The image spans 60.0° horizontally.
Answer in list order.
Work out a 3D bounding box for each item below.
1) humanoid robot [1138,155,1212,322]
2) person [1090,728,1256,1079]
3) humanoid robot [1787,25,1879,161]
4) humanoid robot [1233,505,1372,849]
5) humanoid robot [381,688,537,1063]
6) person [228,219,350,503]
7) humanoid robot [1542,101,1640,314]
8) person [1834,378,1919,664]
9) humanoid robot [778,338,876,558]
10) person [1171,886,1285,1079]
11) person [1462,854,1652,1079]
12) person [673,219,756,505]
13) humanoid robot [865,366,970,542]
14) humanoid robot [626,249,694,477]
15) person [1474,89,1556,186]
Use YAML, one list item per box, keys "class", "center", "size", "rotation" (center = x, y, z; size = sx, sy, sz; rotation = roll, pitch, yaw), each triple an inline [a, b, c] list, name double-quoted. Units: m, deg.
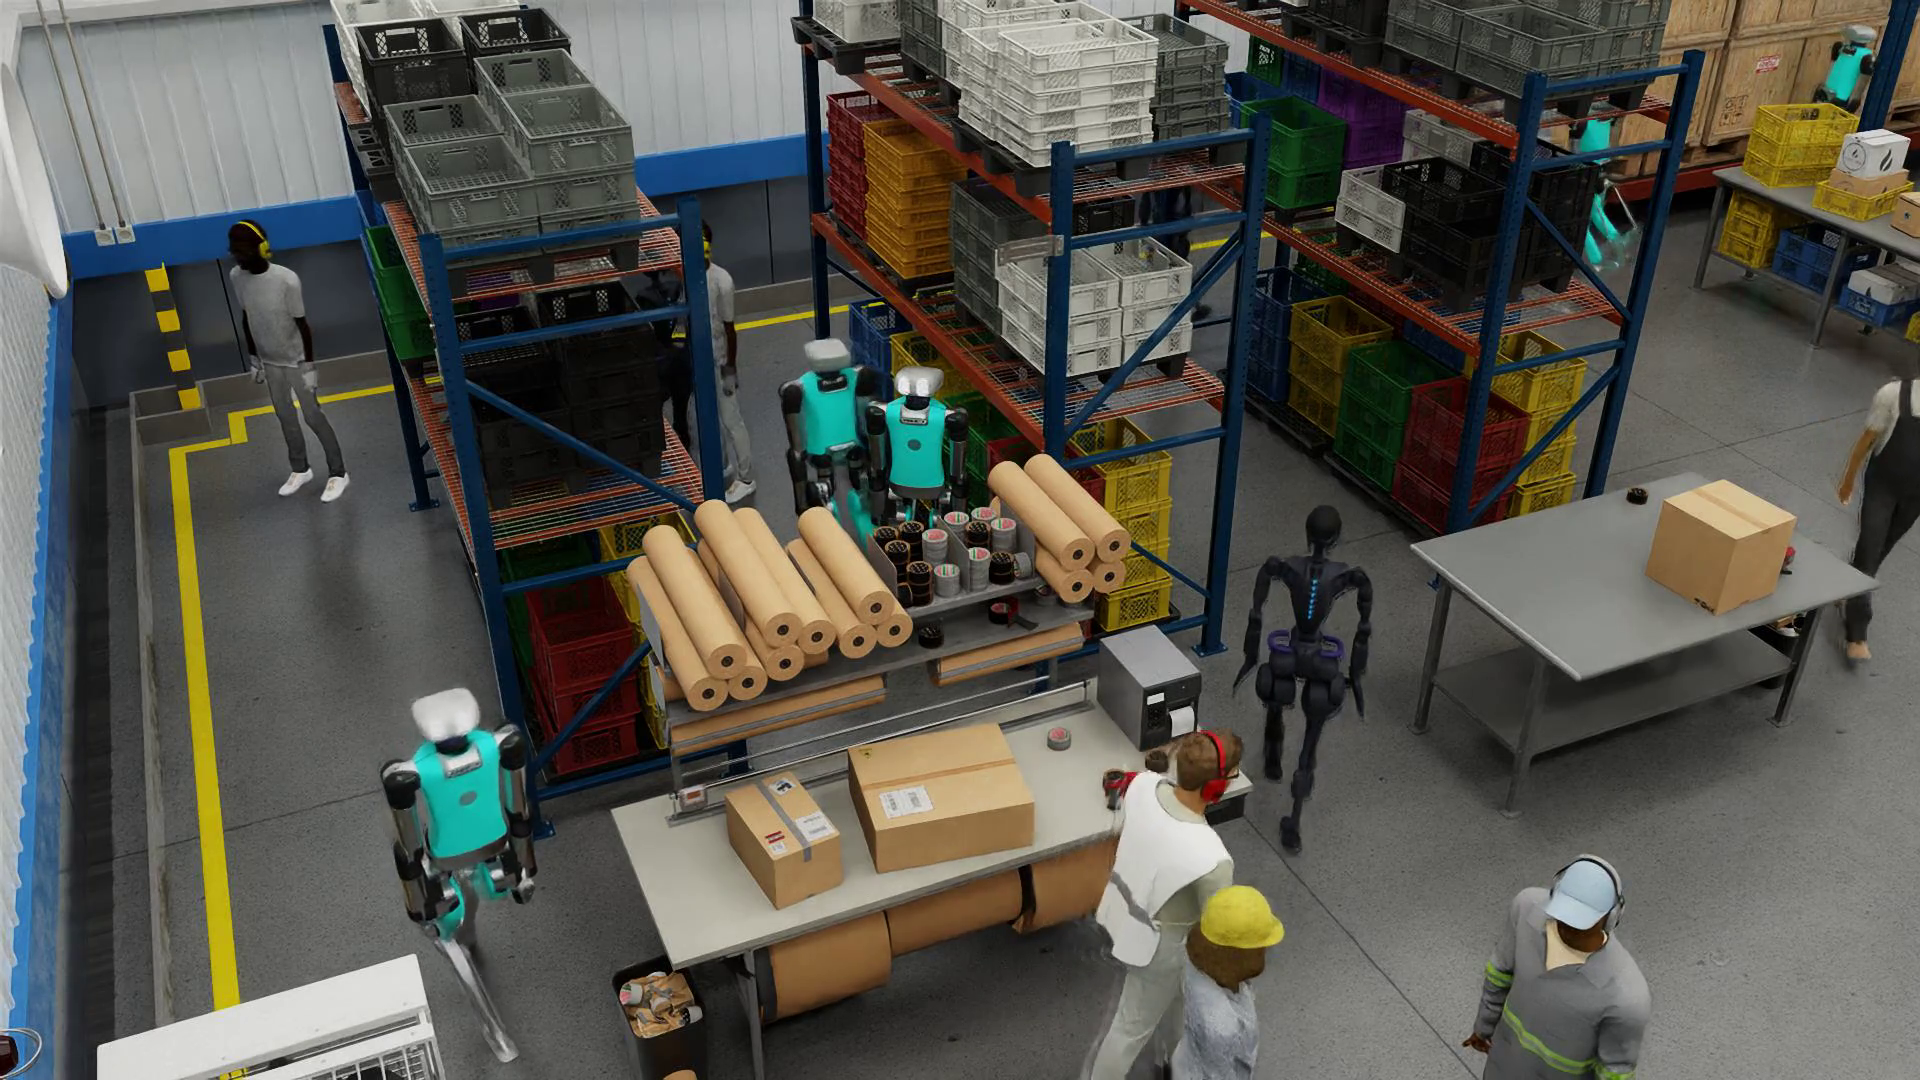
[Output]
- class: "humanoid robot"
  center: [1.585, -2.319, 12.462]
  size: [0.800, 1.645, 0.590]
  rotation: [-18, 36, -26]
- class: "person"
  center: [0.802, 1.462, 6.137]
  size: [0.830, 1.794, 0.589]
  rotation: [-9, 33, -15]
- class: "humanoid robot"
  center: [7.294, -3.537, 14.297]
  size: [1.019, 1.711, 0.532]
  rotation: [-4, 32, -6]
- class: "humanoid robot"
  center: [1.581, 0.600, 7.700]
  size: [0.609, 1.621, 0.768]
  rotation: [6, 32, 10]
- class: "humanoid robot"
  center: [-2.049, 1.204, 6.635]
  size: [0.549, 1.776, 0.929]
  rotation: [-20, 37, -29]
- class: "person"
  center: [-4.164, -1.094, 10.239]
  size: [0.504, 1.857, 0.343]
  rotation: [9, 33, 15]
- class: "humanoid robot"
  center: [4.905, -2.520, 12.646]
  size: [0.548, 1.780, 0.717]
  rotation: [-22, 38, -32]
- class: "person"
  center: [5.010, -0.198, 8.811]
  size: [0.515, 1.812, 0.903]
  rotation: [6, 32, 9]
- class: "humanoid robot"
  center: [-0.568, -0.100, 8.826]
  size: [0.532, 1.875, 0.773]
  rotation: [-16, 35, -24]
- class: "person"
  center: [0.862, 1.834, 5.587]
  size: [0.314, 1.740, 0.490]
  rotation: [1, 32, 2]
- class: "person"
  center: [1.936, 1.774, 5.578]
  size: [0.361, 1.852, 0.596]
  rotation: [-15, 35, -22]
- class: "person"
  center: [-1.533, -1.109, 10.264]
  size: [0.339, 1.856, 0.506]
  rotation: [-26, 40, -35]
- class: "humanoid robot"
  center: [-0.185, -0.244, 8.839]
  size: [0.533, 1.677, 0.735]
  rotation: [4, 32, 7]
- class: "humanoid robot"
  center: [-1.849, -1.065, 10.345]
  size: [0.605, 1.649, 0.357]
  rotation: [-27, 41, -37]
- class: "person"
  center: [4.275, -2.924, 13.082]
  size: [0.629, 1.995, 0.421]
  rotation: [22, 38, 31]
